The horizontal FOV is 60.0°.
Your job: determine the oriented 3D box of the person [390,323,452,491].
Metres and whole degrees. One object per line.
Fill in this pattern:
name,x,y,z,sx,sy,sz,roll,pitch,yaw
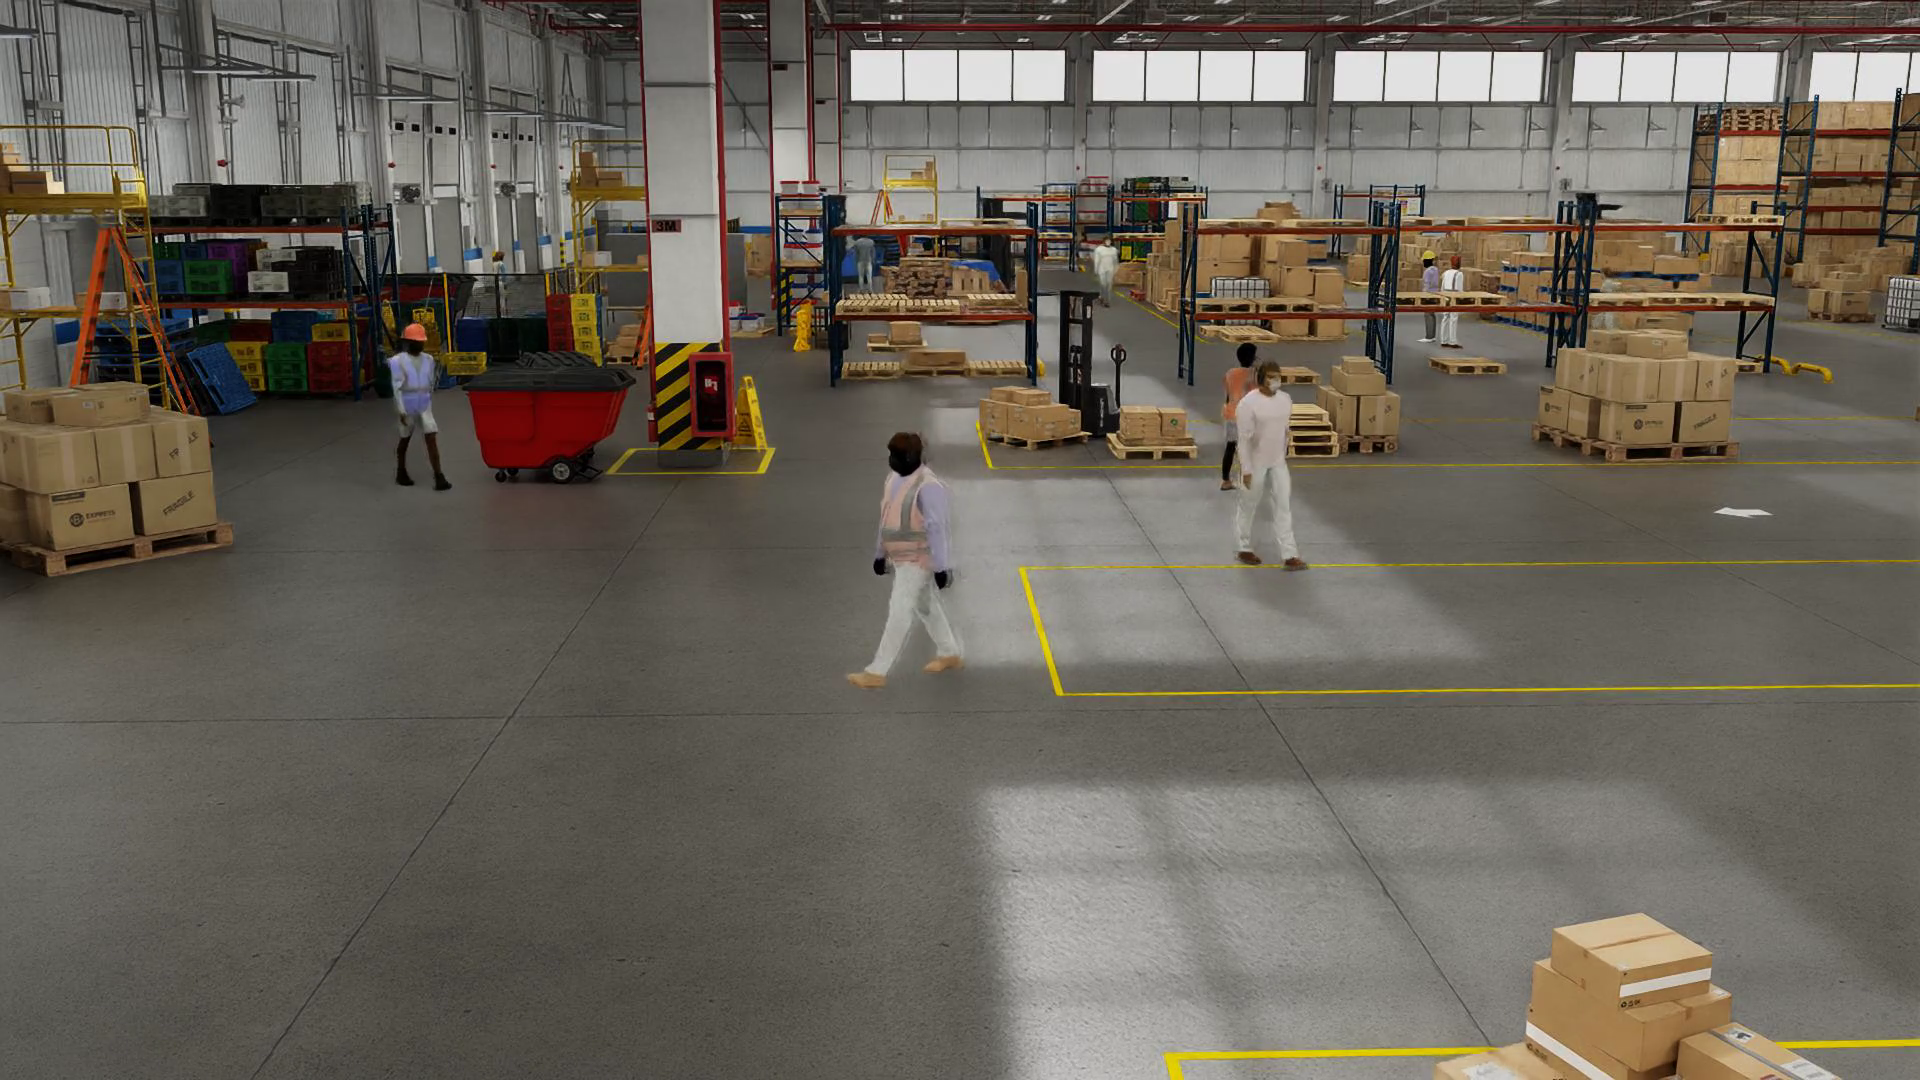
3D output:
person,-6.154,-1.500,18.776,0.552,1.892,0.985,-12,17,-42

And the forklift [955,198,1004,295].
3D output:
forklift,0.884,-8.174,46.626,1.873,2.768,1.129,-4,13,-18

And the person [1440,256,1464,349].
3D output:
person,9.986,-4.812,33.718,0.362,1.883,0.575,-5,14,-23

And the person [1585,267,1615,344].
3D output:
person,13.239,-4.811,34.354,0.744,1.607,0.516,4,13,16

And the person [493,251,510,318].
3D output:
person,-11.294,-6.263,40.846,0.313,1.634,0.515,-11,16,-40

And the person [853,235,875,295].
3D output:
person,-2.767,-8.005,48.040,0.632,1.936,0.382,-3,13,-15

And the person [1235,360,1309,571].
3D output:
person,2.785,-0.647,14.876,0.647,1.892,0.968,-6,14,-26

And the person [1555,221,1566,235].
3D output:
person,19.967,-9.600,55.223,0.546,1.934,0.376,-9,16,-37

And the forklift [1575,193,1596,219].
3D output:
forklift,21.680,-10.676,57.921,1.873,2.768,1.129,0,12,-2

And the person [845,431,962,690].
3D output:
person,-0.363,0.124,11.650,0.979,1.789,0.652,-6,14,-26

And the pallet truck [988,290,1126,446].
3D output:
pallet truck,1.257,-2.299,22.111,1.885,1.965,0.823,-9,15,-35

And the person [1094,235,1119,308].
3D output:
person,3.871,-7.071,43.829,0.665,1.918,0.539,-3,13,-12

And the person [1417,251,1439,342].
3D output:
person,9.886,-5.138,35.122,0.407,1.918,0.583,7,14,30

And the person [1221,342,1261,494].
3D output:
person,3.150,-1.360,18.578,0.321,1.691,0.534,-9,15,-36

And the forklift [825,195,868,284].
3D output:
forklift,-3.906,-9.480,52.524,1.873,2.768,1.129,-7,14,-28
